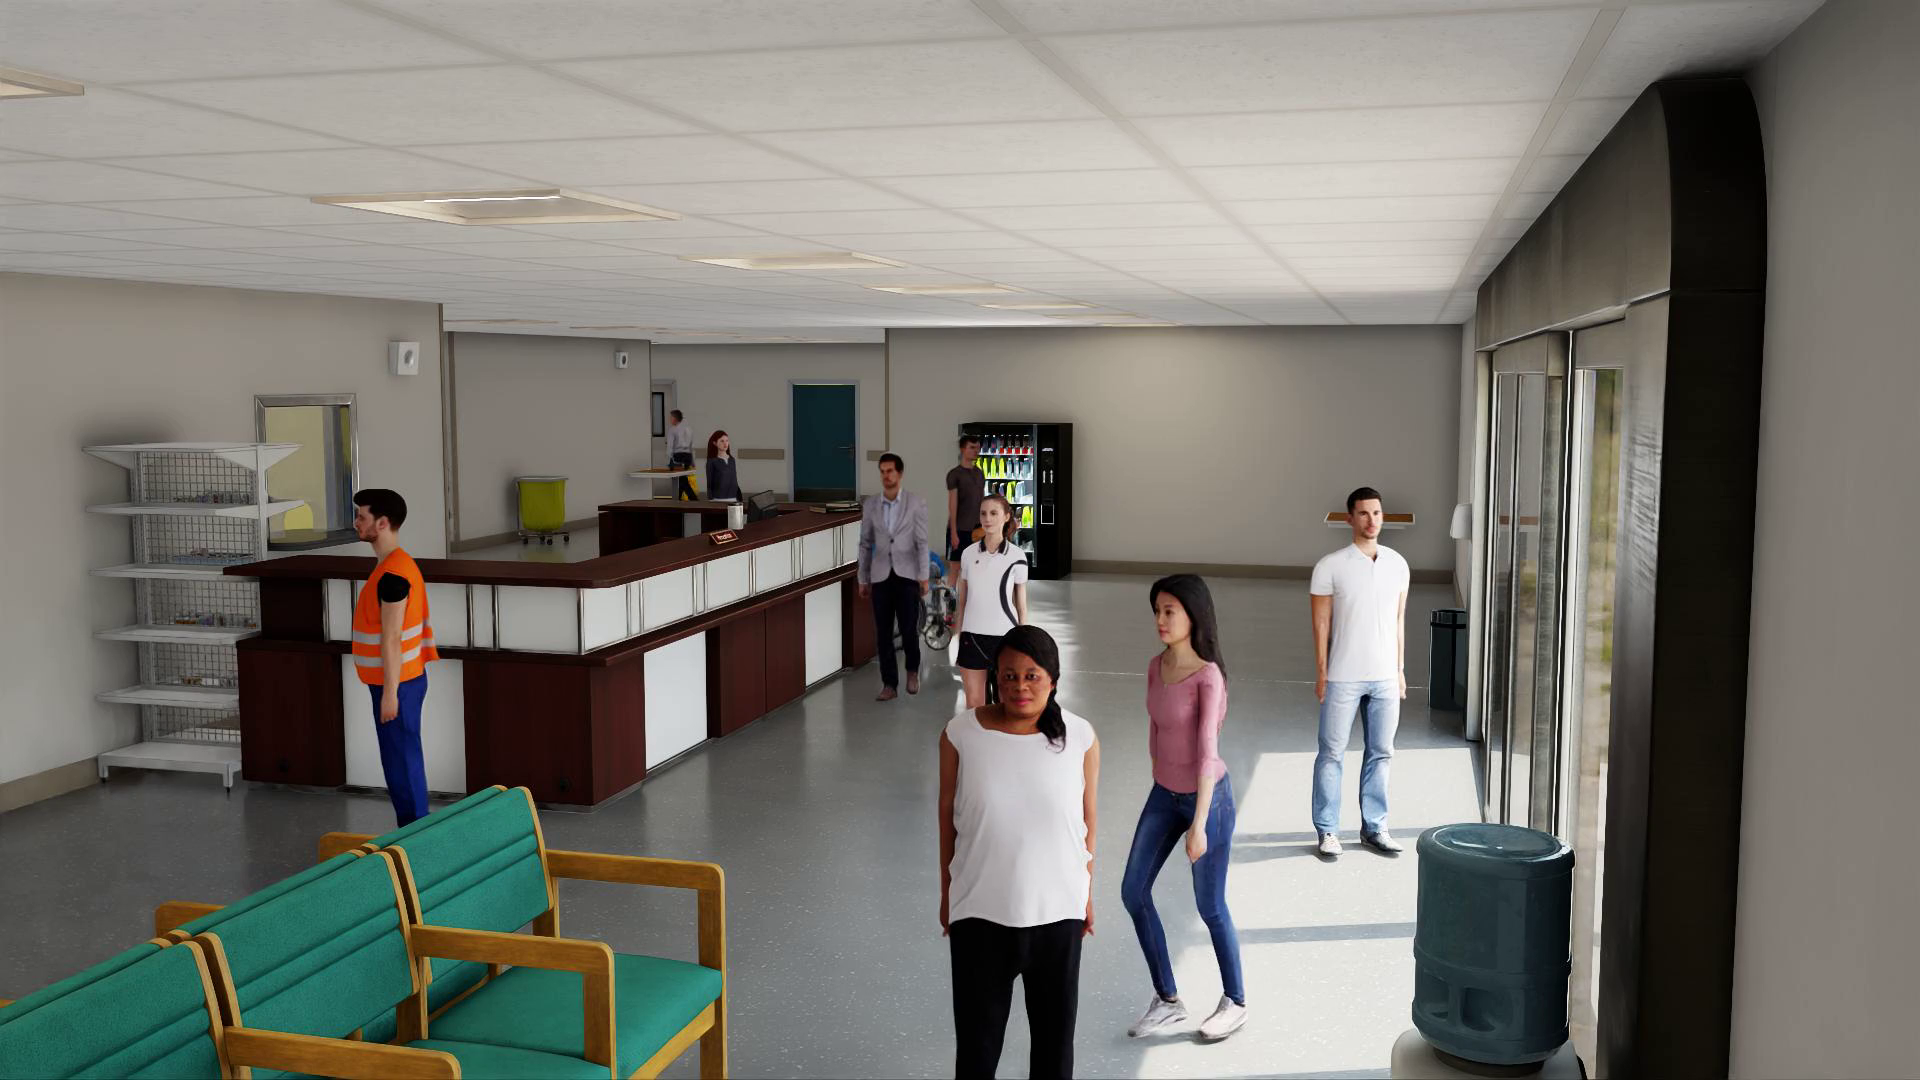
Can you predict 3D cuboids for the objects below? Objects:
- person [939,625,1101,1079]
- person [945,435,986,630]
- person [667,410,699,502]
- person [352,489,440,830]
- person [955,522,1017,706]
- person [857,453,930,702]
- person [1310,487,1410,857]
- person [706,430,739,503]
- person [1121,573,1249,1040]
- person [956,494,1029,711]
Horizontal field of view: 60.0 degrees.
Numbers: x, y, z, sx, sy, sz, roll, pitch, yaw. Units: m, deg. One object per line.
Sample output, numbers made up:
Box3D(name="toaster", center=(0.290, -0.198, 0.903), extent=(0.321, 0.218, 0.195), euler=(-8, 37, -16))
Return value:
Box3D(name="person", center=(0.187, 1.088, 5.068), extent=(0.636, 1.687, 0.776), euler=(0, 6, -1))
Box3D(name="person", center=(0.040, -0.082, 15.903), extent=(0.728, 1.847, 0.744), euler=(-5, 8, -41))
Box3D(name="person", center=(-4.749, -1.324, 28.625), extent=(1.285, 1.772, 0.970), euler=(5, 7, 40))
Box3D(name="person", center=(-2.731, 0.688, 8.079), extent=(0.820, 1.881, 0.777), euler=(-2, 6, -23))
Box3D(name="person", center=(0.213, 0.593, 11.179), extent=(0.567, 1.448, 0.659), euler=(1, 6, 6))
Box3D(name="person", center=(-0.450, 0.276, 12.402), extent=(0.593, 1.835, 0.748), euler=(2, 6, 16))
Box3D(name="person", center=(2.032, 0.658, 8.448), extent=(0.666, 1.866, 0.814), euler=(-1, 6, -10))
Box3D(name="person", center=(-2.751, -0.378, 19.180), extent=(0.639, 1.780, 0.645), euler=(5, 8, 40))
Box3D(name="person", center=(0.878, 0.975, 6.050), extent=(0.883, 1.715, 0.825), euler=(-4, 7, -34))
Box3D(name="person", center=(0.187, 0.606, 9.535), extent=(0.480, 1.752, 0.611), euler=(2, 6, 16))
